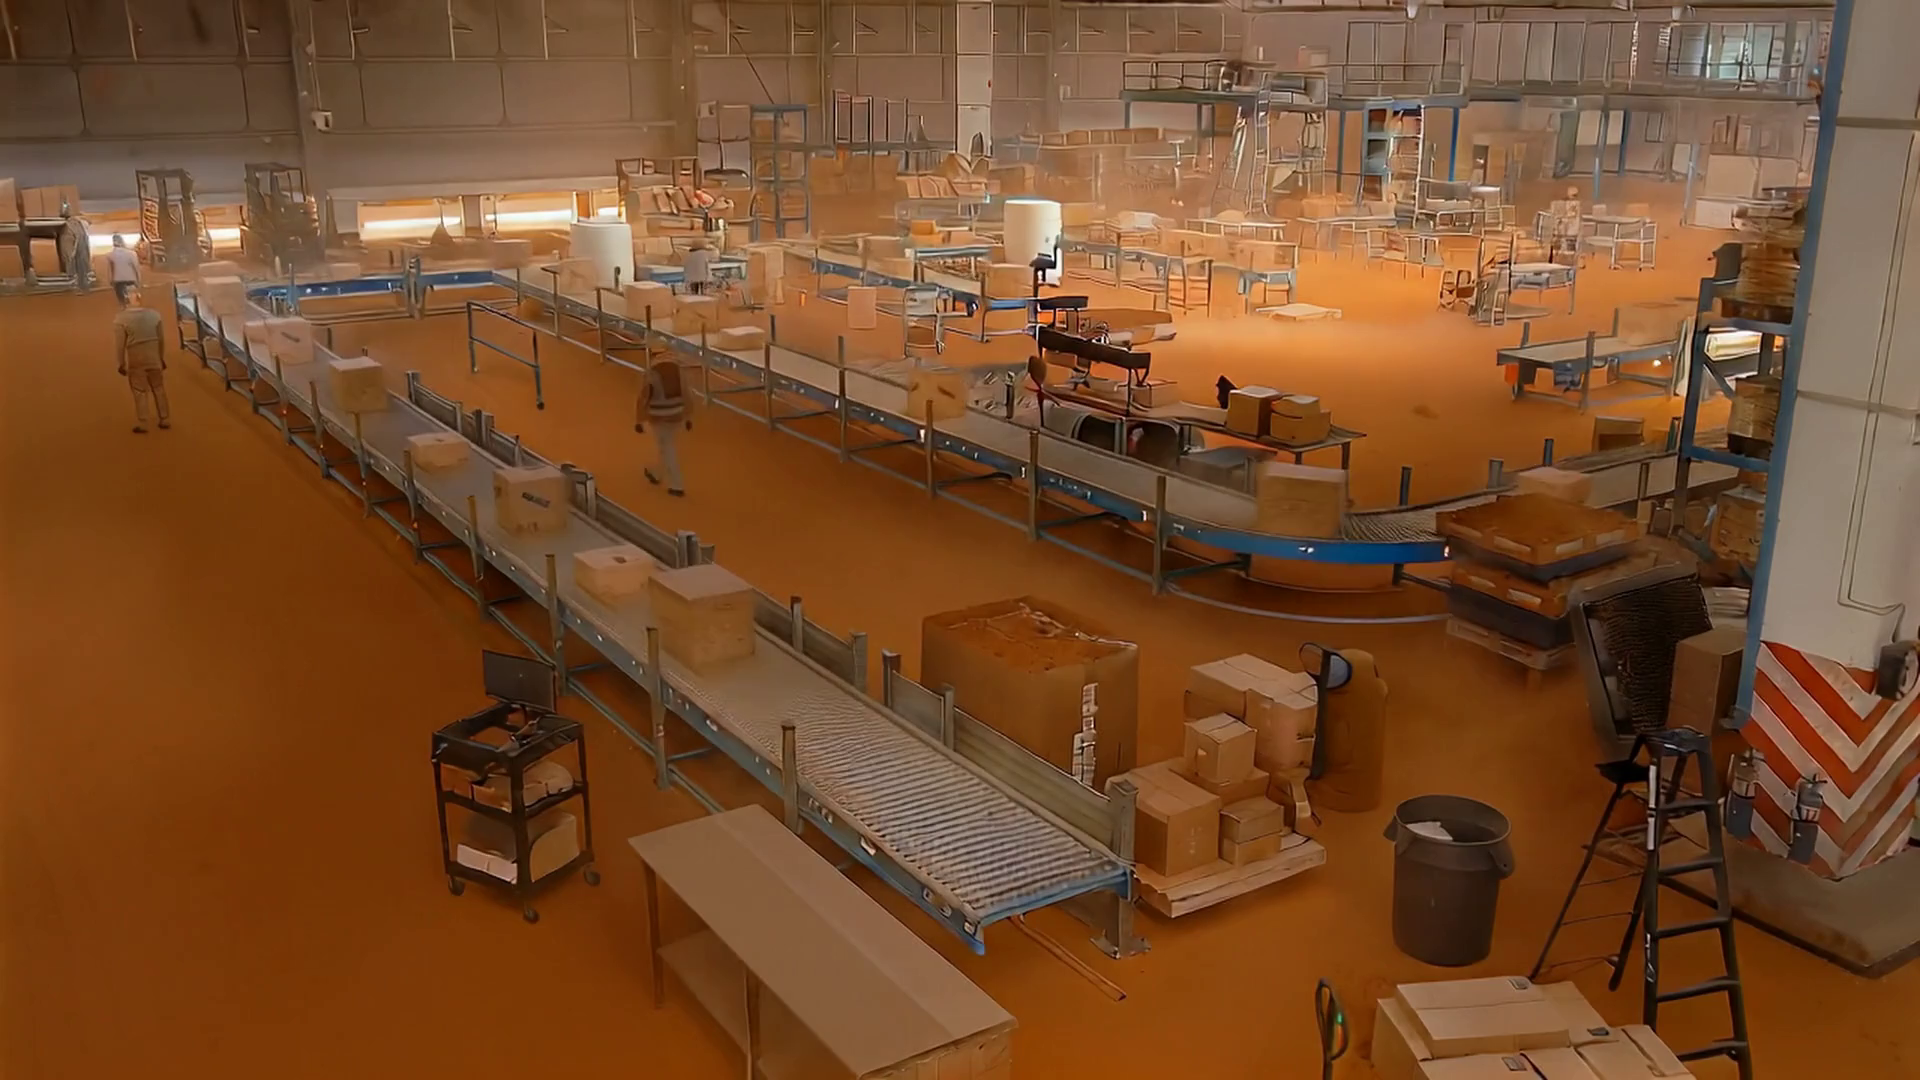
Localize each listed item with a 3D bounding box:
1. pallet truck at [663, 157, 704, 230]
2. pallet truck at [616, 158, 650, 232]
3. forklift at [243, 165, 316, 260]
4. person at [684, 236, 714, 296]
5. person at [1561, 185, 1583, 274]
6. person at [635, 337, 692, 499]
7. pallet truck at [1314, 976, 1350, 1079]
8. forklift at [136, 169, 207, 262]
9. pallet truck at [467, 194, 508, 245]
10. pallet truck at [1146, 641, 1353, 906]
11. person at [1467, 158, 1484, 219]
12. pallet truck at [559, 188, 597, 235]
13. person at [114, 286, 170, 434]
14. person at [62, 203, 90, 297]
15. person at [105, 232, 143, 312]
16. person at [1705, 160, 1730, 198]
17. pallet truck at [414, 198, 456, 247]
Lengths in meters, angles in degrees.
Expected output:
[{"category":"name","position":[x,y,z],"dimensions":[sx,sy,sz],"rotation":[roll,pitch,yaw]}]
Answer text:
[{"category":"pallet truck","position":[-7.586,-9.308,44.692],"dimensions":[0.823,1.965,1.885],"rotation":[-11,20,-33]},{"category":"pallet truck","position":[-8.918,-9.176,44.255],"dimensions":[0.823,1.965,1.885],"rotation":[-9,19,-27]},{"category":"forklift","position":[-15.898,-7.669,38.708],"dimensions":[1.157,1.987,2.680],"rotation":[-11,20,-33]},{"category":"person","position":[-4.695,-4.628,29.773],"dimensions":[0.551,1.603,0.443],"rotation":[-11,20,-32]},{"category":"person","position":[13.383,-6.816,36.512],"dimensions":[0.362,1.934,0.543],"rotation":[16,23,42]},{"category":"person","position":[-3.396,-1.399,18.724],"dimensions":[0.925,1.781,0.597],"rotation":[13,21,38]},{"category":"pallet truck","position":[2.299,2.390,7.086],"dimensions":[1.601,1.201,0.680],"rotation":[-2,17,-7]},{"category":"forklift","position":[-17.842,-7.318,37.559],"dimensions":[1.157,1.987,2.680],"rotation":[-10,20,-31]},{"category":"pallet truck","position":[-11.983,-8.177,42.137],"dimensions":[0.704,1.261,1.522],"rotation":[-11,20,-33]},{"category":"pallet truck","position":[1.664,1.407,10.232],"dimensions":[1.630,1.274,0.653],"rotation":[-10,20,-31]},{"category":"person","position":[14.797,-10.063,47.655],"dimensions":[0.480,1.736,0.323],"rotation":[-14,22,-39]},{"category":"pallet truck","position":[-10.010,-8.652,43.699],"dimensions":[0.653,1.274,1.630],"rotation":[-10,20,-31]},{"category":"person","position":[-10.666,-2.346,21.675],"dimensions":[0.408,1.913,0.642],"rotation":[12,20,34]},{"category":"person","position":[-17.684,-5.808,33.304],"dimensions":[0.387,1.846,0.566],"rotation":[-6,18,-18]},{"category":"person","position":[-14.759,-4.566,29.392],"dimensions":[0.530,1.720,0.918],"rotation":[-6,18,-18]},{"category":"person","position":[20.927,-9.567,45.903],"dimensions":[0.592,1.802,0.862],"rotation":[-8,18,-24]},{"category":"pallet truck","position":[-13.250,-8.060,41.856],"dimensions":[0.680,1.201,1.601],"rotation":[-10,20,-31]}]
